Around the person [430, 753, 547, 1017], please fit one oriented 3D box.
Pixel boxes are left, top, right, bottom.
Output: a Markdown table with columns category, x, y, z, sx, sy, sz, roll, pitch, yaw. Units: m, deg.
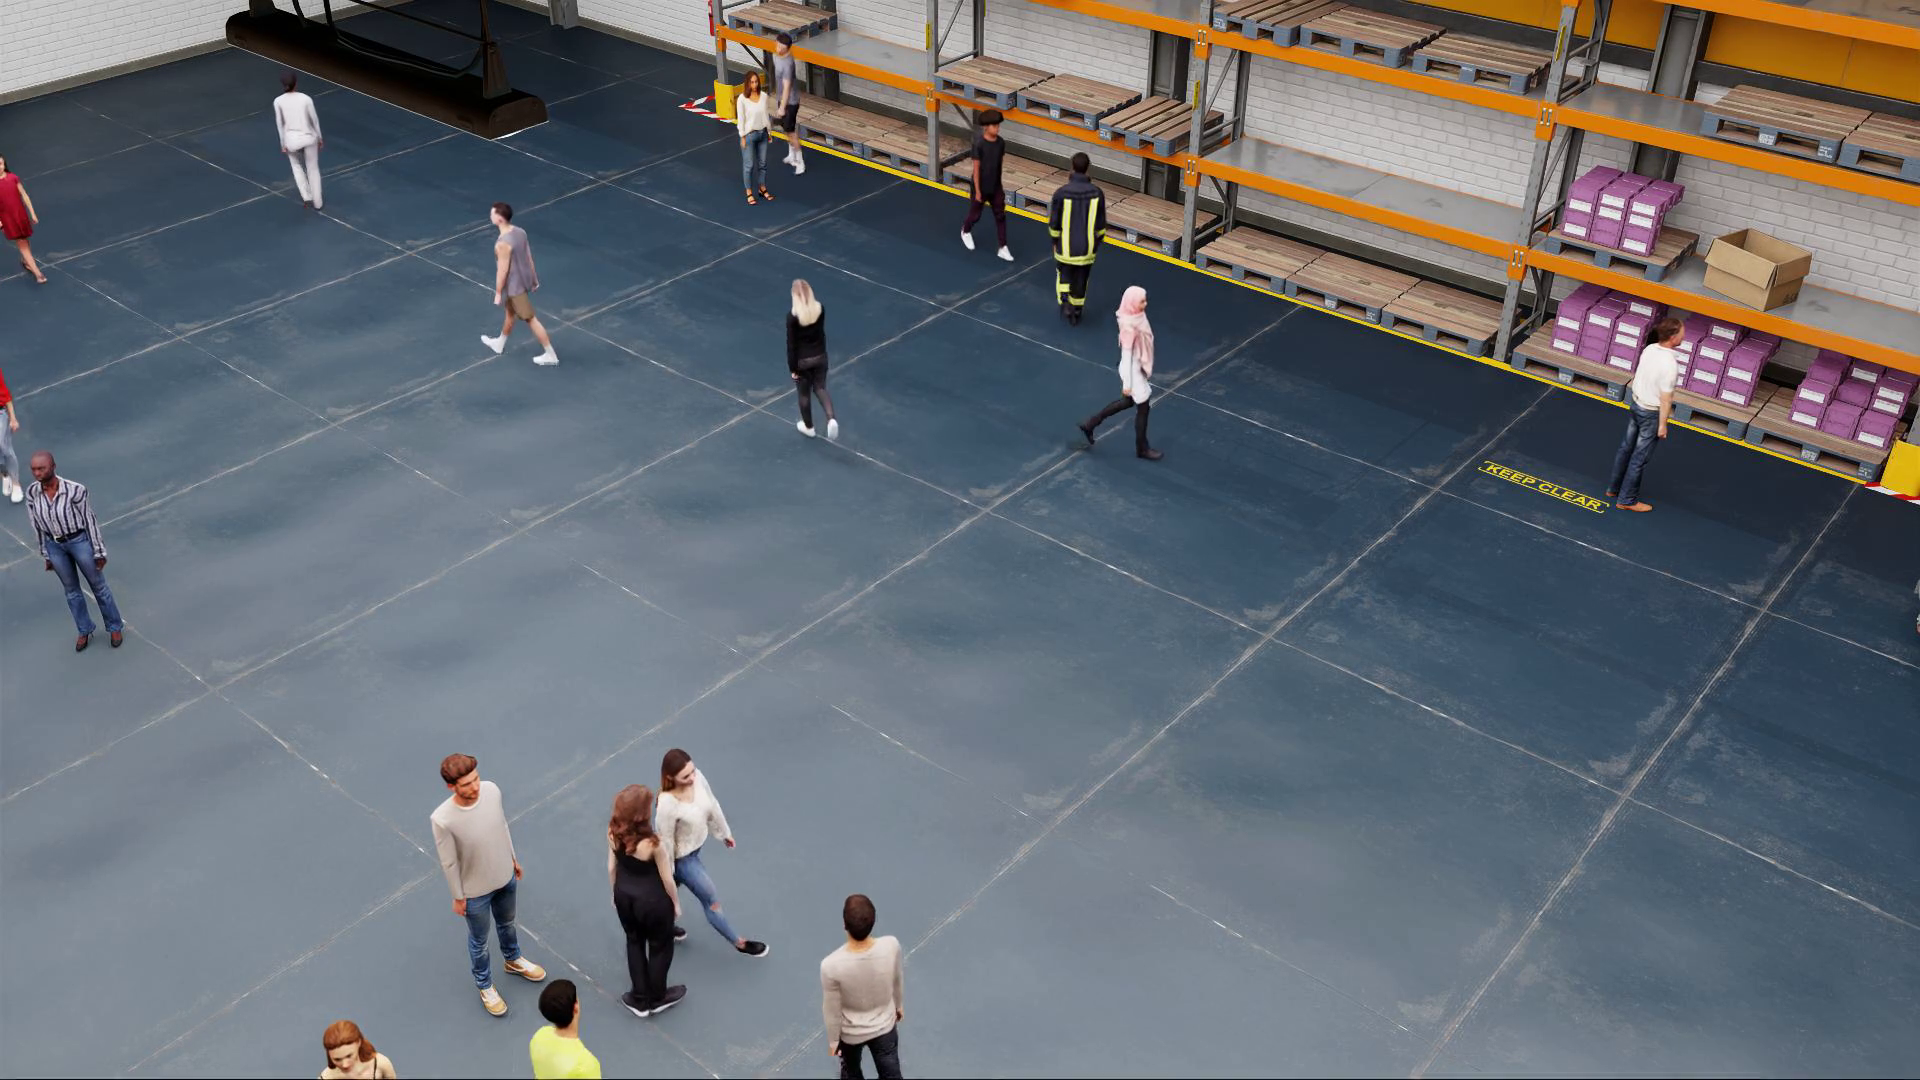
| category | x | y | z | sx | sy | sz | roll | pitch | yaw |
| --- | --- | --- | --- | --- | --- | --- | --- | --- | --- |
| person | -2.898 | 2.041 | 10.093 | 0.601 | 1.905 | 0.672 | 21 | 39 | 28 |

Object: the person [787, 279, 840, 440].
| category | x | y | z | sx | sy | sz | roll | pitch | yaw |
| --- | --- | --- | --- | --- | --- | --- | --- | --- | --- |
| person | -1.386 | -1.661 | 15.878 | 0.746 | 1.667 | 0.960 | -21 | 39 | -28 |

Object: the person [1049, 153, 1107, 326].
| category | x | y | z | sx | sy | sz | roll | pitch | yaw |
| --- | --- | --- | --- | --- | --- | --- | --- | --- | --- |
| person | 1.271 | -3.219 | 18.000 | 0.884 | 1.913 | 0.972 | 0 | 34 | 1 |

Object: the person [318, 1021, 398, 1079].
| category | x | y | z | sx | sy | sz | roll | pitch | yaw |
| --- | --- | --- | --- | --- | --- | --- | --- | --- | --- |
| person | -3.089 | 3.106 | 8.744 | 0.647 | 1.624 | 0.676 | -16 | 37 | -22 |

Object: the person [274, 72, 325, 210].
| category | x | y | z | sx | sy | sz | roll | pitch | yaw |
| --- | --- | --- | --- | --- | --- | --- | --- | --- | --- |
| person | -8.239 | -4.955 | 20.789 | 0.795 | 1.716 | 0.833 | -9 | 35 | -13 |

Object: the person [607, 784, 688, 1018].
| category | x | y | z | sx | sy | sz | roll | pitch | yaw |
| --- | --- | --- | --- | --- | --- | --- | --- | --- | --- |
| person | -1.947 | 2.184 | 10.037 | 0.645 | 1.729 | 0.746 | 7 | 34 | 10 |

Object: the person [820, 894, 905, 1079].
| category | x | y | z | sx | sy | sz | roll | pitch | yaw |
| --- | --- | --- | --- | --- | --- | --- | --- | --- | --- |
| person | -0.487 | 2.731 | 9.113 | 0.988 | 1.842 | 1.229 | -13 | 36 | -18 |

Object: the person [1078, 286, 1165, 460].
| category | x | y | z | sx | sy | sz | roll | pitch | yaw |
| --- | --- | --- | --- | --- | --- | --- | --- | --- | --- |
| person | 1.544 | -1.566 | 15.628 | 1.161 | 1.784 | 0.988 | 5 | 34 | 7 |

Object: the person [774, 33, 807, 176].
| category | x | y | z | sx | sy | sz | roll | pitch | yaw |
| --- | --- | --- | --- | --- | --- | --- | --- | --- | --- |
| person | -2.258 | -5.832 | 21.987 | 0.912 | 1.850 | 0.814 | 2 | 34 | 3 |

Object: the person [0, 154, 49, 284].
| category | x | y | z | sx | sy | sz | roll | pitch | yaw |
| --- | --- | --- | --- | --- | --- | --- | --- | --- | --- |
| person | -10.912 | -3.746 | 19.157 | 1.037 | 1.509 | 0.592 | 28 | 43 | 35 |

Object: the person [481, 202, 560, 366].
| category | x | y | z | sx | sy | sz | roll | pitch | yaw |
| --- | --- | --- | --- | --- | --- | --- | --- | --- | --- |
| person | -4.522 | -2.619 | 17.306 | 1.252 | 1.796 | 0.998 | 7 | 34 | 11 |

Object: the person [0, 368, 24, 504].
| category | x | y | z | sx | sy | sz | roll | pitch | yaw |
| --- | --- | --- | --- | --- | --- | --- | --- | --- | --- |
| person | -8.793 | -1.141 | 15.068 | 0.730 | 1.698 | 0.739 | -12 | 35 | -17 |

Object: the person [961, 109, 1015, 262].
| category | x | y | z | sx | sy | sz | roll | pitch | yaw |
| --- | --- | --- | --- | --- | --- | --- | --- | --- | --- |
| person | 0.276 | -4.218 | 19.640 | 0.893 | 1.761 | 1.164 | -17 | 37 | -23 |

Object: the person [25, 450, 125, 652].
| category | x | y | z | sx | sy | sz | roll | pitch | yaw |
| --- | --- | --- | --- | --- | --- | --- | --- | --- | --- |
| person | -7.020 | 0.074 | 13.152 | 0.695 | 1.796 | 0.745 | -4 | 34 | -6 |

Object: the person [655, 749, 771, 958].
| category | x | y | z | sx | sy | sz | roll | pitch | yaw |
| --- | --- | --- | --- | --- | --- | --- | --- | --- | --- |
| person | -1.801 | 1.953 | 10.462 | 1.174 | 1.643 | 0.905 | 9 | 35 | 14 |

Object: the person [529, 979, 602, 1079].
| category | x | y | z | sx | sy | sz | roll | pitch | yaw |
| --- | --- | --- | --- | --- | --- | --- | --- | --- | --- |
| person | -2.074 | 3.059 | 8.768 | 0.673 | 1.677 | 0.548 | -27 | 42 | -34 |

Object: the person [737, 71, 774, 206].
| category | x | y | z | sx | sy | sz | roll | pitch | yaw |
| --- | --- | --- | --- | --- | --- | --- | --- | --- | --- |
| person | -2.601 | -5.116 | 21.061 | 0.669 | 1.683 | 0.631 | -21 | 39 | -28 |

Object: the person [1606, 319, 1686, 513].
| category | x | y | z | sx | sy | sz | roll | pitch | yaw |
| --- | --- | --- | --- | --- | --- | --- | --- | --- | --- |
| person | 6.163 | -1.147 | 14.935 | 0.797 | 1.855 | 0.742 | -2 | 34 | -3 |
